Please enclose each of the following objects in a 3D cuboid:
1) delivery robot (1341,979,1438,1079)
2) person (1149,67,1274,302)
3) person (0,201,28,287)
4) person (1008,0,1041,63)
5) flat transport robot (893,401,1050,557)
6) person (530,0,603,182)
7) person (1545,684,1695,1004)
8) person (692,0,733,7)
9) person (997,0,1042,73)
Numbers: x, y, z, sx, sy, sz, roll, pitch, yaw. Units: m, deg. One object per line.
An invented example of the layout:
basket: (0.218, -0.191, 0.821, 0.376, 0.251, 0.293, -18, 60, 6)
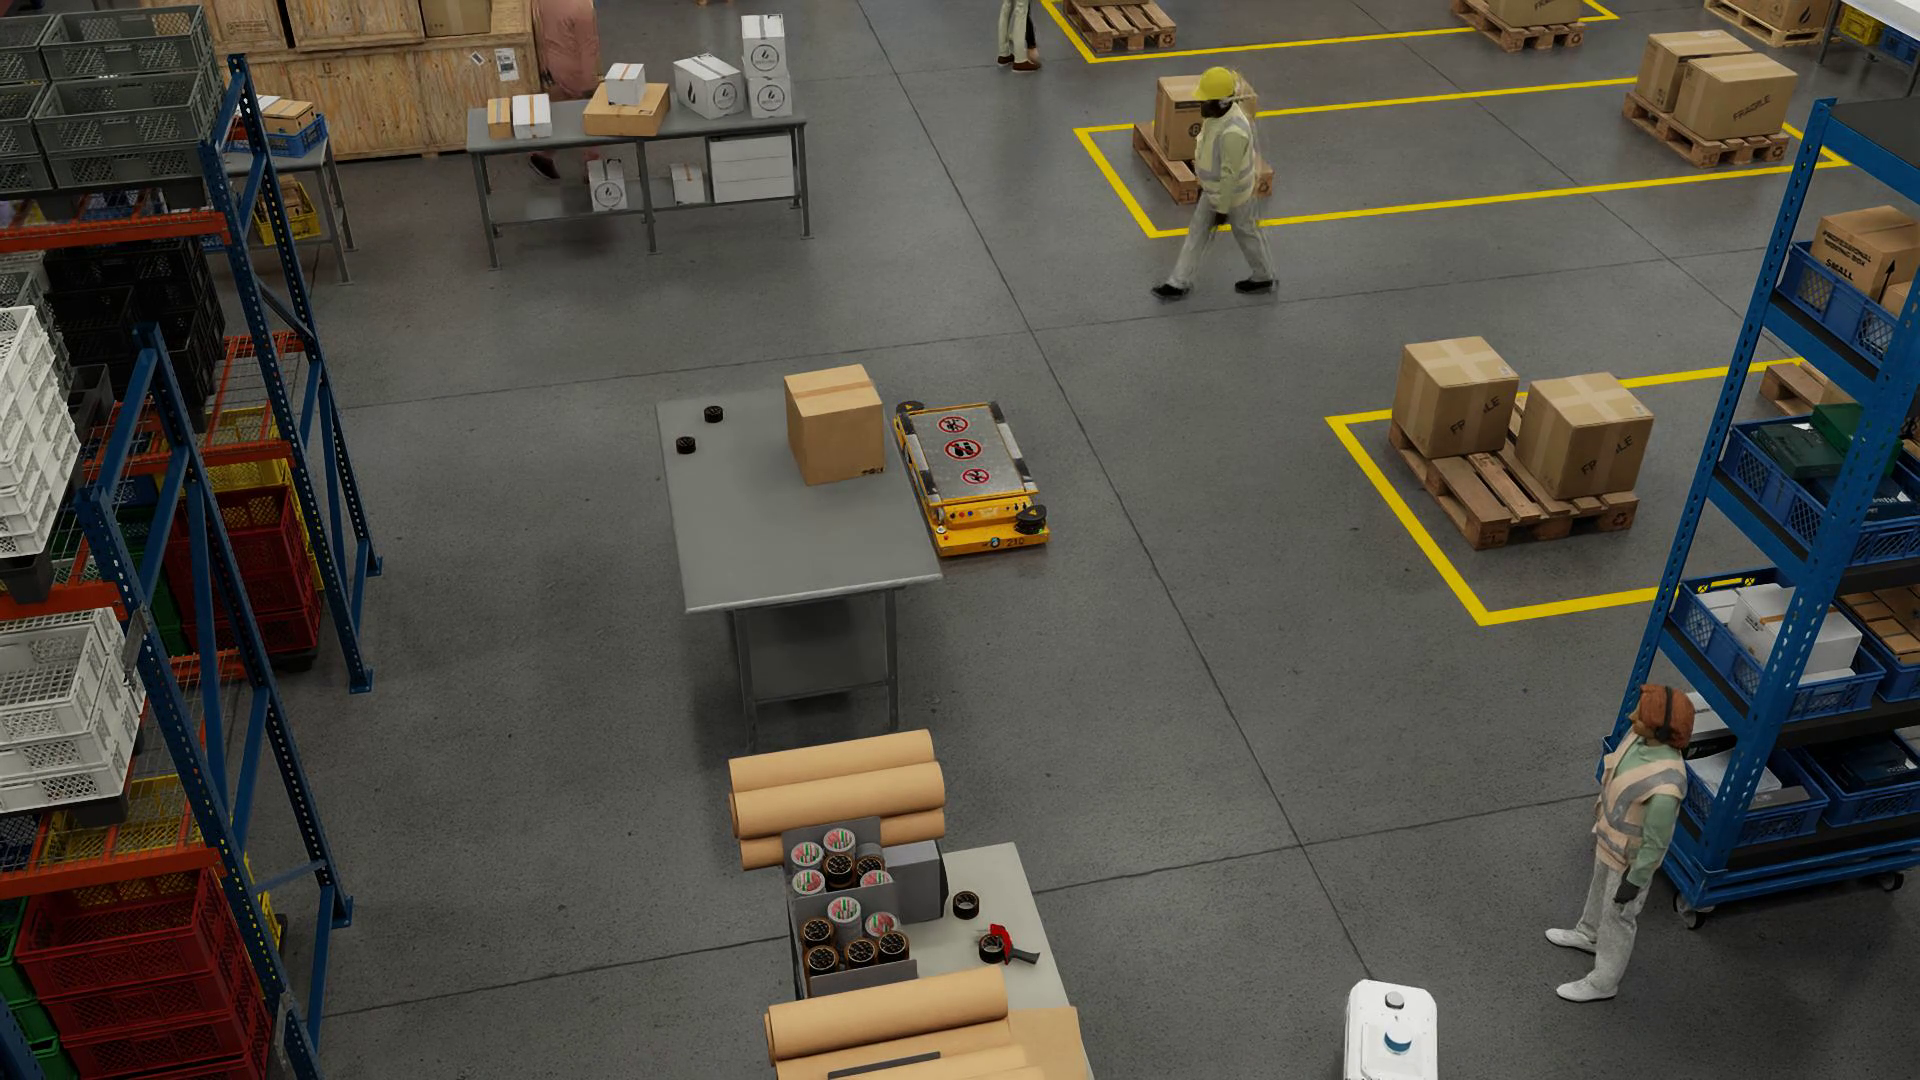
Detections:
delivery robot: (1.669, 2.058, 6.452, 0.477, 0.478, 0.707, 7, 37, 10)
person: (1.860, -2.471, 11.626, 0.959, 1.764, 0.591, -8, 37, -11)
person: (-6.008, -1.801, 10.594, 0.720, 1.908, 0.671, -10, 38, -13)
person: (0.610, -5.330, 15.541, 0.535, 1.659, 0.852, -18, 40, -22)
flat transport robot: (0.046, -0.430, 10.108, 0.652, 0.197, 1.431, -8, 37, -10)
person: (-3.128, -3.711, 13.191, 0.618, 1.878, 0.649, -28, 45, -32)
person: (2.694, 1.230, 6.738, 0.310, 1.638, 0.523, 5, 37, 7)
person: (-2.558, -6.326, 16.726, 0.625, 1.844, 0.429, -13, 39, -17)
person: (0.539, -5.250, 15.260, 0.328, 1.870, 0.510, -24, 43, -28)
